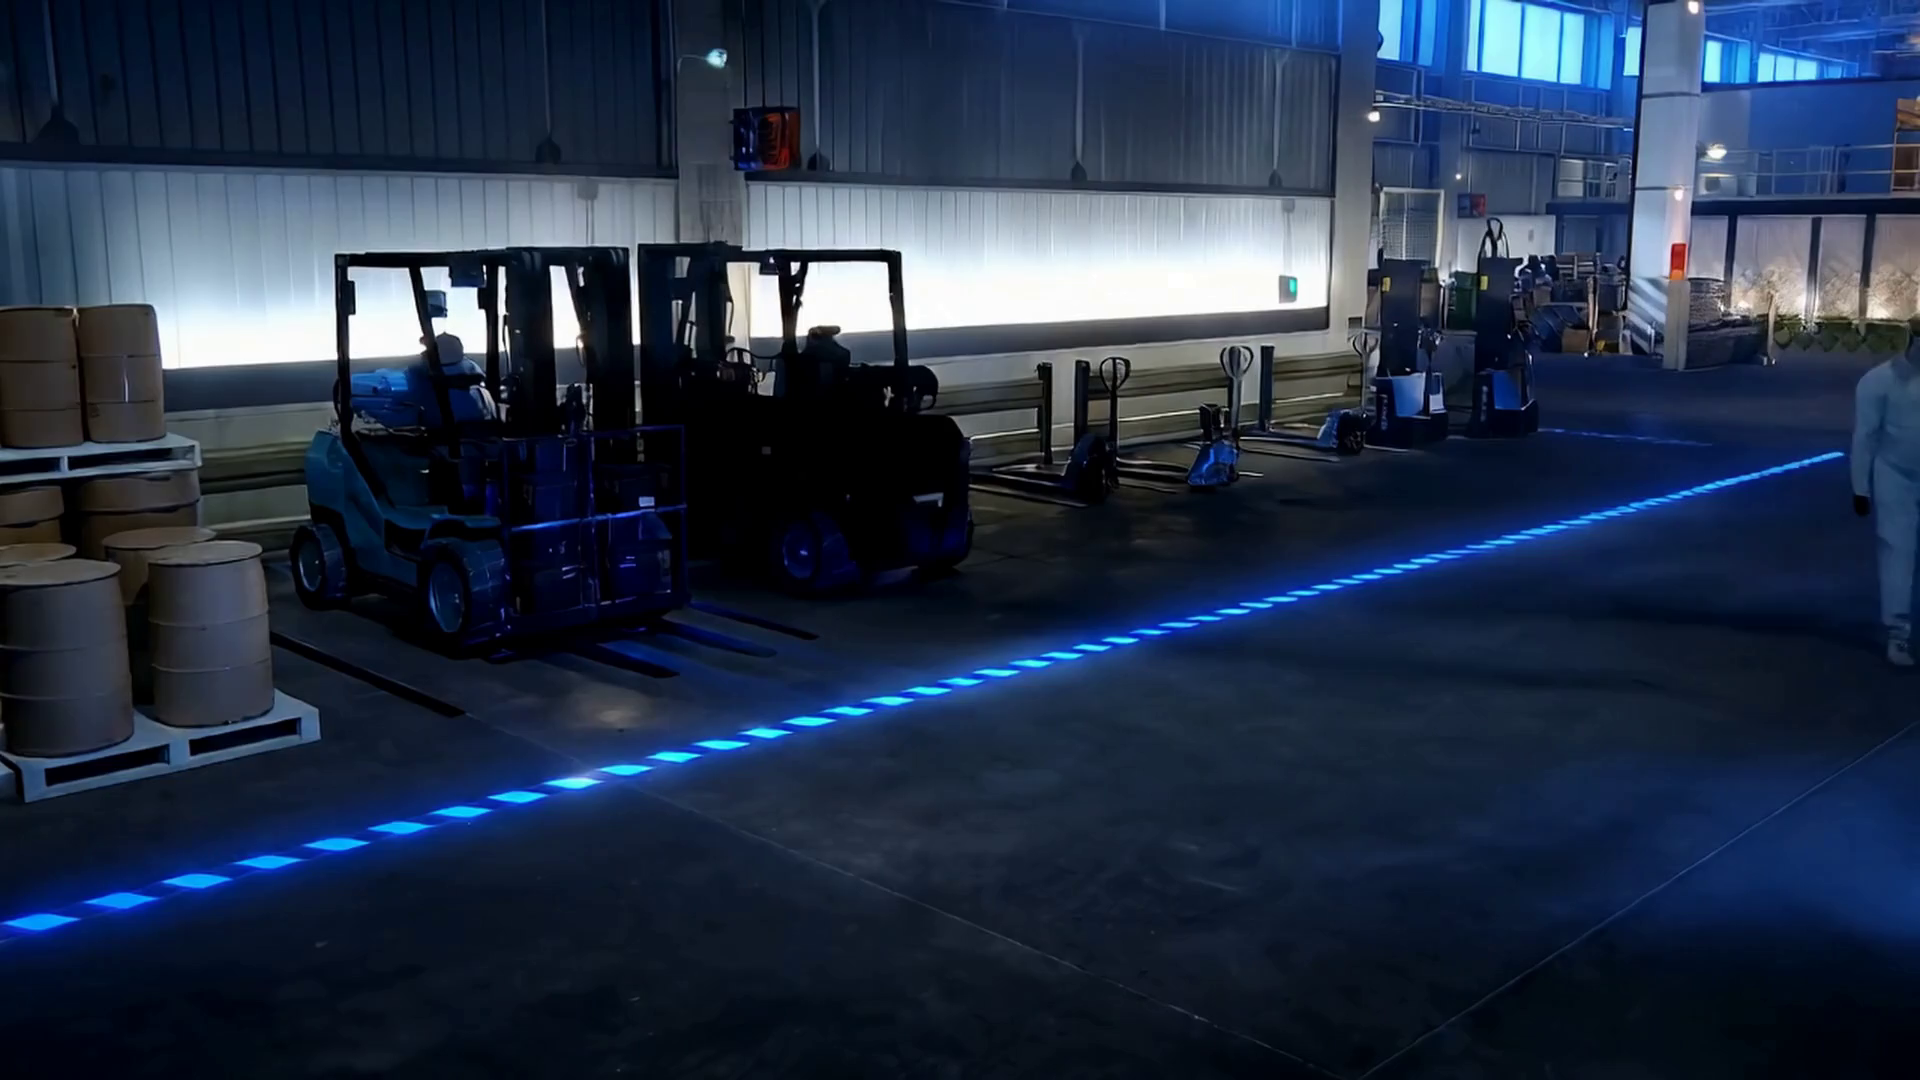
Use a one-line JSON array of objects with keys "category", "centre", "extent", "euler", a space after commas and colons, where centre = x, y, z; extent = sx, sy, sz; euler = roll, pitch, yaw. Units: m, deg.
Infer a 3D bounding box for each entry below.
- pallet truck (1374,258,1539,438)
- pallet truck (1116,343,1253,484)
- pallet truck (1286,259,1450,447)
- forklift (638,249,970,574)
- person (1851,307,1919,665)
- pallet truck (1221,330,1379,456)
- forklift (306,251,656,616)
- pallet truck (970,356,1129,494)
[{"category": "pallet truck", "centre": [5.704, -2.208, 18.901], "extent": [1.885, 1.965, 0.823], "euler": [10, 14, 43]}, {"category": "pallet truck", "centre": [1.962, -1.215, 15.415], "extent": [1.522, 1.261, 0.704], "euler": [10, 14, 43]}, {"category": "pallet truck", "centre": [4.493, -2.078, 18.196], "extent": [0.823, 1.965, 1.885], "euler": [-9, 14, -40]}, {"category": "forklift", "centre": [-1.173, -0.958, 11.239], "extent": [2.680, 1.987, 1.157], "euler": [10, 14, 43]}, {"category": "person", "centre": [5.143, -0.326, 8.966], "extent": [0.635, 1.883, 0.849], "euler": [2, 11, 12]}, {"category": "pallet truck", "centre": [3.563, -1.581, 17.381], "extent": [0.653, 1.274, 1.630], "euler": [-10, 14, -44]}, {"category": "forklift", "centre": [-2.833, -0.669, 9.694], "extent": [1.157, 1.987, 2.680], "euler": [-10, 14, -44]}, {"category": "pallet truck", "centre": [0.784, -1.085, 14.876], "extent": [0.680, 1.201, 1.601], "euler": [-10, 14, -44]}]
